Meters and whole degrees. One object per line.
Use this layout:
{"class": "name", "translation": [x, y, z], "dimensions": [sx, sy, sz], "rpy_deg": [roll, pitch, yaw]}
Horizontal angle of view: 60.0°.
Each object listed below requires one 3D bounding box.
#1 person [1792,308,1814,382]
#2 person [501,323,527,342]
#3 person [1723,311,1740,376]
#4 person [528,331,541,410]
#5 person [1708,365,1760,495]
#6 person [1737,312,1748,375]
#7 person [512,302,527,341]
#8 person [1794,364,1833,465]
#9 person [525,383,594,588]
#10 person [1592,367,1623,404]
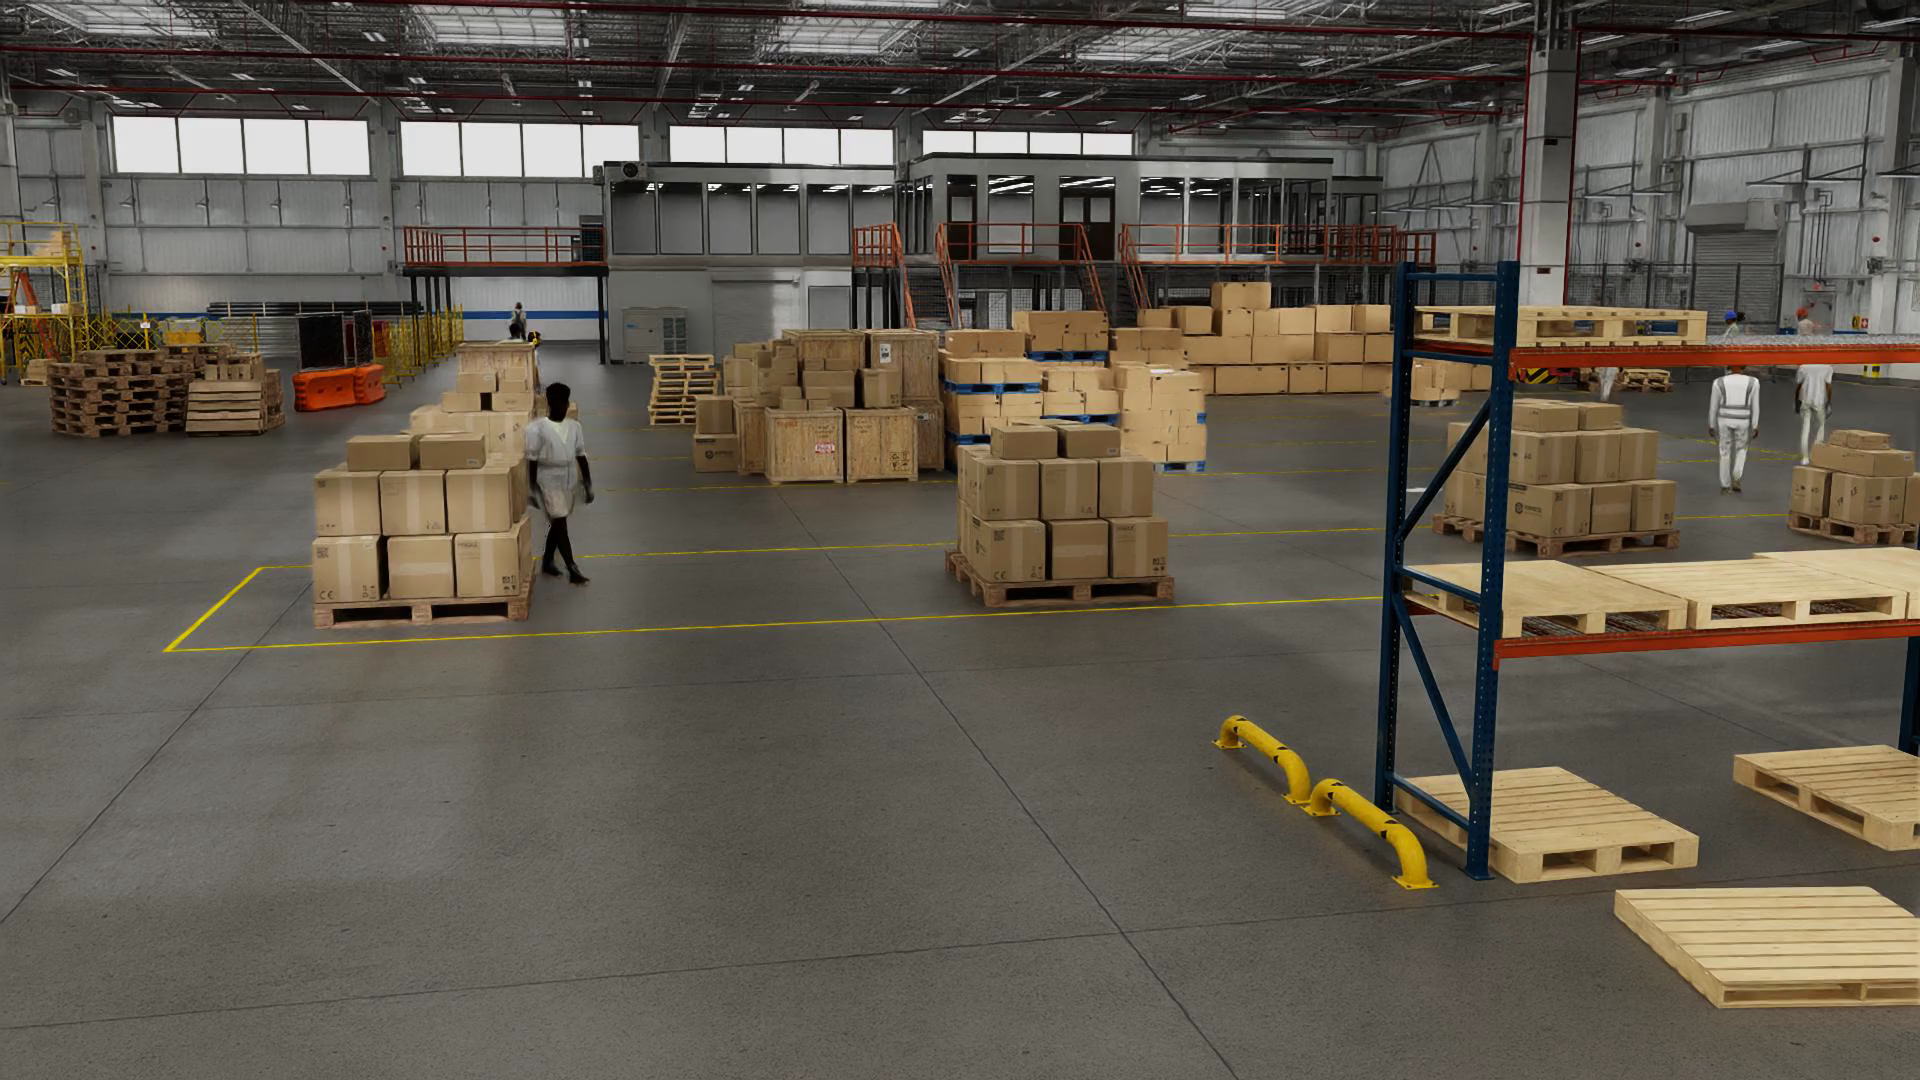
{"class": "person", "translation": [22.003, -5.027, 43.132], "dimensions": [0.728, 1.942, 0.825], "rpy_deg": [-3, 10, -20]}
{"class": "person", "translation": [-8.872, -3.366, 33.136], "dimensions": [0.603, 1.901, 0.754], "rpy_deg": [2, 9, 9]}
{"class": "person", "translation": [18.667, -4.567, 40.326], "dimensions": [0.402, 1.938, 0.602], "rpy_deg": [2, 9, 10]}
{"class": "person", "translation": [-7.647, -2.810, 29.872], "dimensions": [0.328, 1.861, 0.501], "rpy_deg": [-6, 11, -32]}
{"class": "person", "translation": [10.263, -1.540, 22.077], "dimensions": [0.615, 1.867, 0.526], "rpy_deg": [4, 10, 23]}
{"class": "person", "translation": [20.800, -5.183, 44.437], "dimensions": [0.435, 1.827, 0.624], "rpy_deg": [7, 12, 38]}
{"class": "person", "translation": [-14.985, -7.177, 56.611], "dimensions": [0.538, 1.819, 0.751], "rpy_deg": [0, 9, -3]}
{"class": "person", "translation": [13.082, -2.075, 25.476], "dimensions": [0.564, 1.820, 0.948], "rpy_deg": [7, 12, 38]}
{"class": "person", "translation": [-3.790, -0.537, 15.837], "dimensions": [0.908, 1.919, 0.615], "rpy_deg": [7, 12, 37]}
{"class": "person", "translation": [14.149, -3.838, 36.324], "dimensions": [0.661, 1.805, 0.838], "rpy_deg": [7, 12, 38]}
